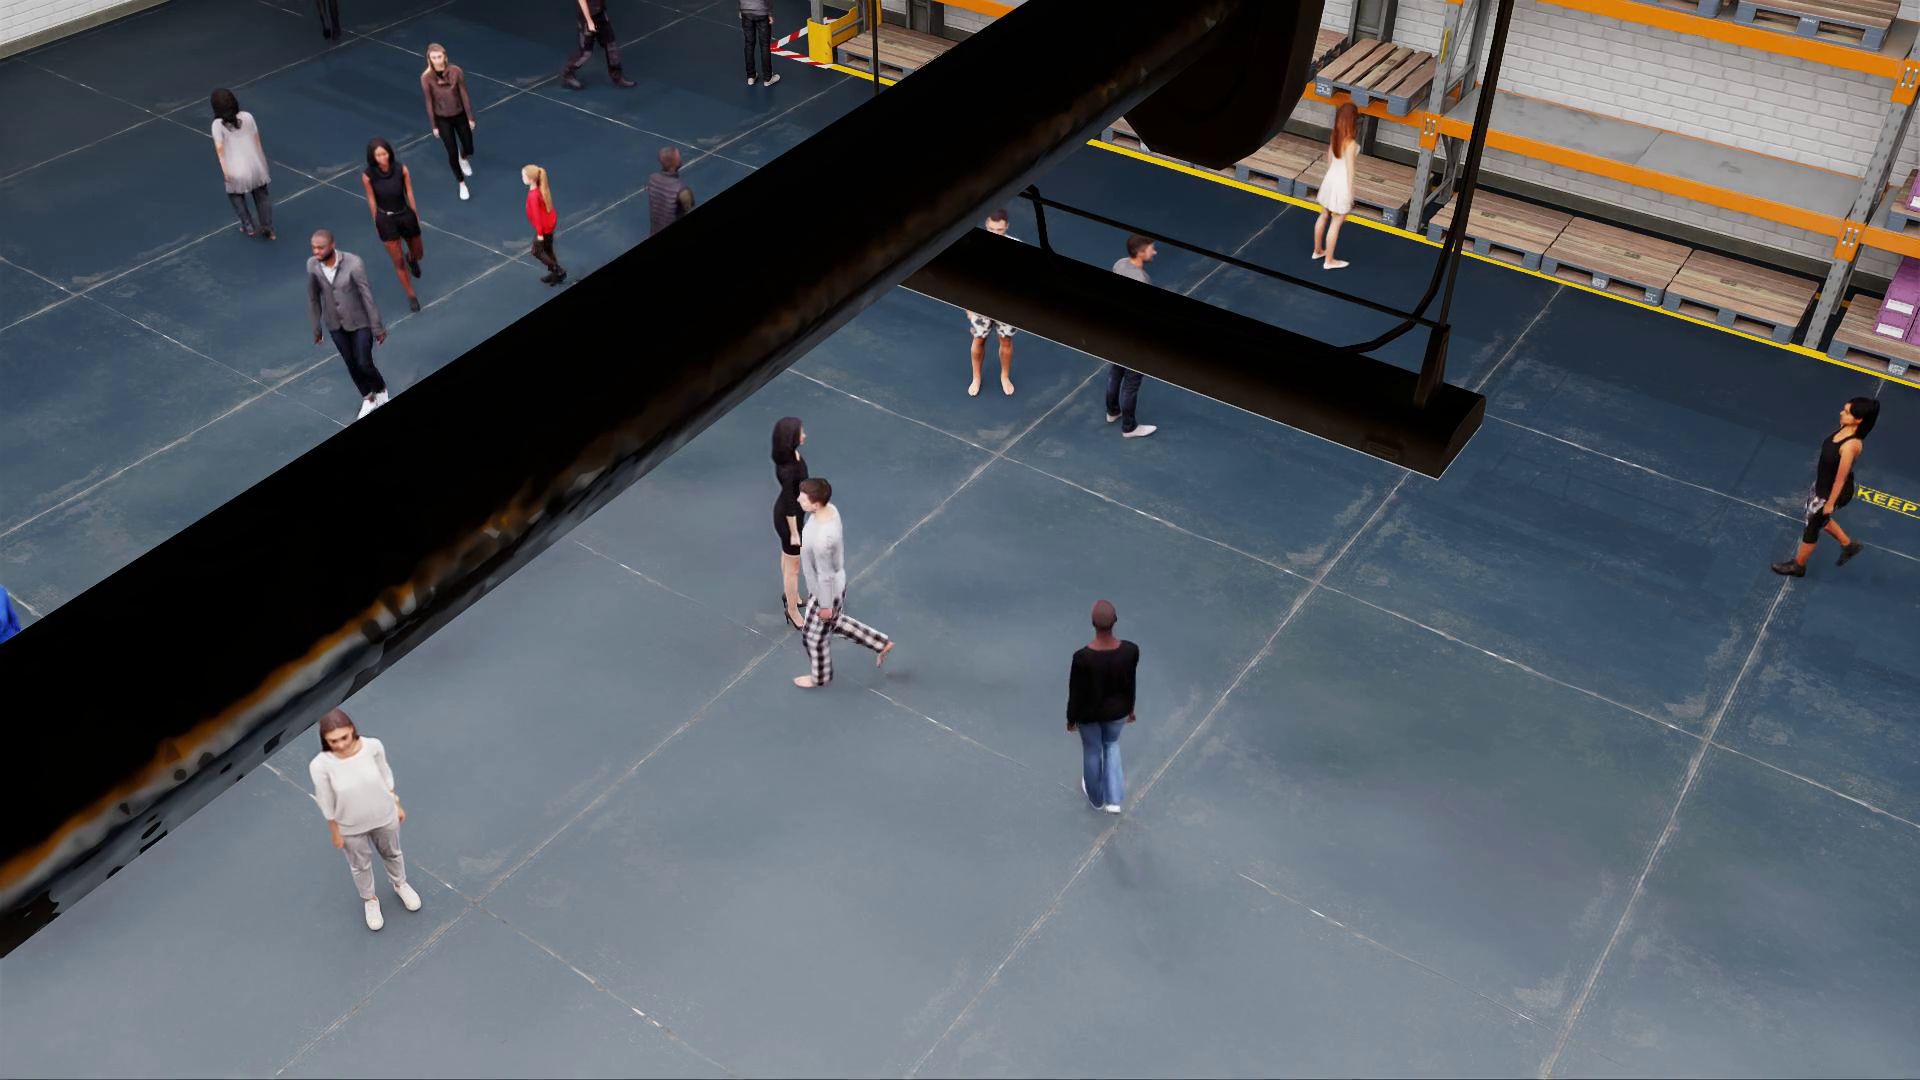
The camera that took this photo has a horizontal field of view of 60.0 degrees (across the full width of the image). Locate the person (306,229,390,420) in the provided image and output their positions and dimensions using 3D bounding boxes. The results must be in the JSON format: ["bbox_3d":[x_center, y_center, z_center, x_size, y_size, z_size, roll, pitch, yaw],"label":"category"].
[{"bbox_3d":[-5.231,-1.901,14.365,0.769,1.807,0.918,5,39,6],"label":"person"}]

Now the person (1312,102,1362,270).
[{"bbox_3d":[3.740,-3.520,16.469,0.708,1.711,0.624,-13,40,-16],"label":"person"}]

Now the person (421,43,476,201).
[{"bbox_3d":[-5.421,-4.496,17.709,0.831,1.689,0.938,-16,41,-19],"label":"person"}]

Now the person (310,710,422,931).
[{"bbox_3d":[-3.588,1.650,10.015,0.667,1.687,0.637,-24,45,-27],"label":"person"}]

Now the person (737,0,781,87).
[{"bbox_3d":[-2.457,-6.335,19.955,0.593,1.761,0.745,10,40,12],"label":"person"}]

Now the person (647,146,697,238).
[{"bbox_3d":[-2.718,-2.731,15.423,1.115,1.784,0.866,28,46,31],"label":"person"}]

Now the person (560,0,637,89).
[{"bbox_3d":[-4.462,-6.227,19.770,1.197,1.823,0.904,10,40,12],"label":"person"}]

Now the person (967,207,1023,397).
[{"bbox_3d":[0.303,-2.122,14.635,0.714,1.815,0.812,-1,39,-1],"label":"person"}]

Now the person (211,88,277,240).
[{"bbox_3d":[-7.246,-3.783,16.895,0.753,1.591,0.695,31,48,33],"label":"person"}]

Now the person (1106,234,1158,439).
[{"bbox_3d":[1.447,-1.753,14.128,0.844,1.871,0.744,-14,41,-17],"label":"person"}]

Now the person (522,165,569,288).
[{"bbox_3d":[-4.014,-3.071,16.259,0.657,1.272,0.612,1,39,1],"label":"person"}]

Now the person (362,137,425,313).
[{"bbox_3d":[-5.397,-3.047,15.868,0.829,1.722,0.987,-18,42,-21],"label":"person"}]

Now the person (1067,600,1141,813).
[{"bbox_3d":[0.933,1.147,10.606,0.840,1.735,0.906,-8,39,-10],"label":"person"}]

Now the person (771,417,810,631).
[{"bbox_3d":[-1.230,-0.140,12.162,0.687,1.805,0.650,-2,39,-3],"label":"person"}]

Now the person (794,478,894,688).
[{"bbox_3d":[-0.845,0.317,11.568,1.070,1.831,0.947,0,39,0],"label":"person"}]

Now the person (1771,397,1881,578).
[{"bbox_3d":[6.673,-0.380,12.584,0.914,1.652,0.751,9,40,12],"label":"person"}]
